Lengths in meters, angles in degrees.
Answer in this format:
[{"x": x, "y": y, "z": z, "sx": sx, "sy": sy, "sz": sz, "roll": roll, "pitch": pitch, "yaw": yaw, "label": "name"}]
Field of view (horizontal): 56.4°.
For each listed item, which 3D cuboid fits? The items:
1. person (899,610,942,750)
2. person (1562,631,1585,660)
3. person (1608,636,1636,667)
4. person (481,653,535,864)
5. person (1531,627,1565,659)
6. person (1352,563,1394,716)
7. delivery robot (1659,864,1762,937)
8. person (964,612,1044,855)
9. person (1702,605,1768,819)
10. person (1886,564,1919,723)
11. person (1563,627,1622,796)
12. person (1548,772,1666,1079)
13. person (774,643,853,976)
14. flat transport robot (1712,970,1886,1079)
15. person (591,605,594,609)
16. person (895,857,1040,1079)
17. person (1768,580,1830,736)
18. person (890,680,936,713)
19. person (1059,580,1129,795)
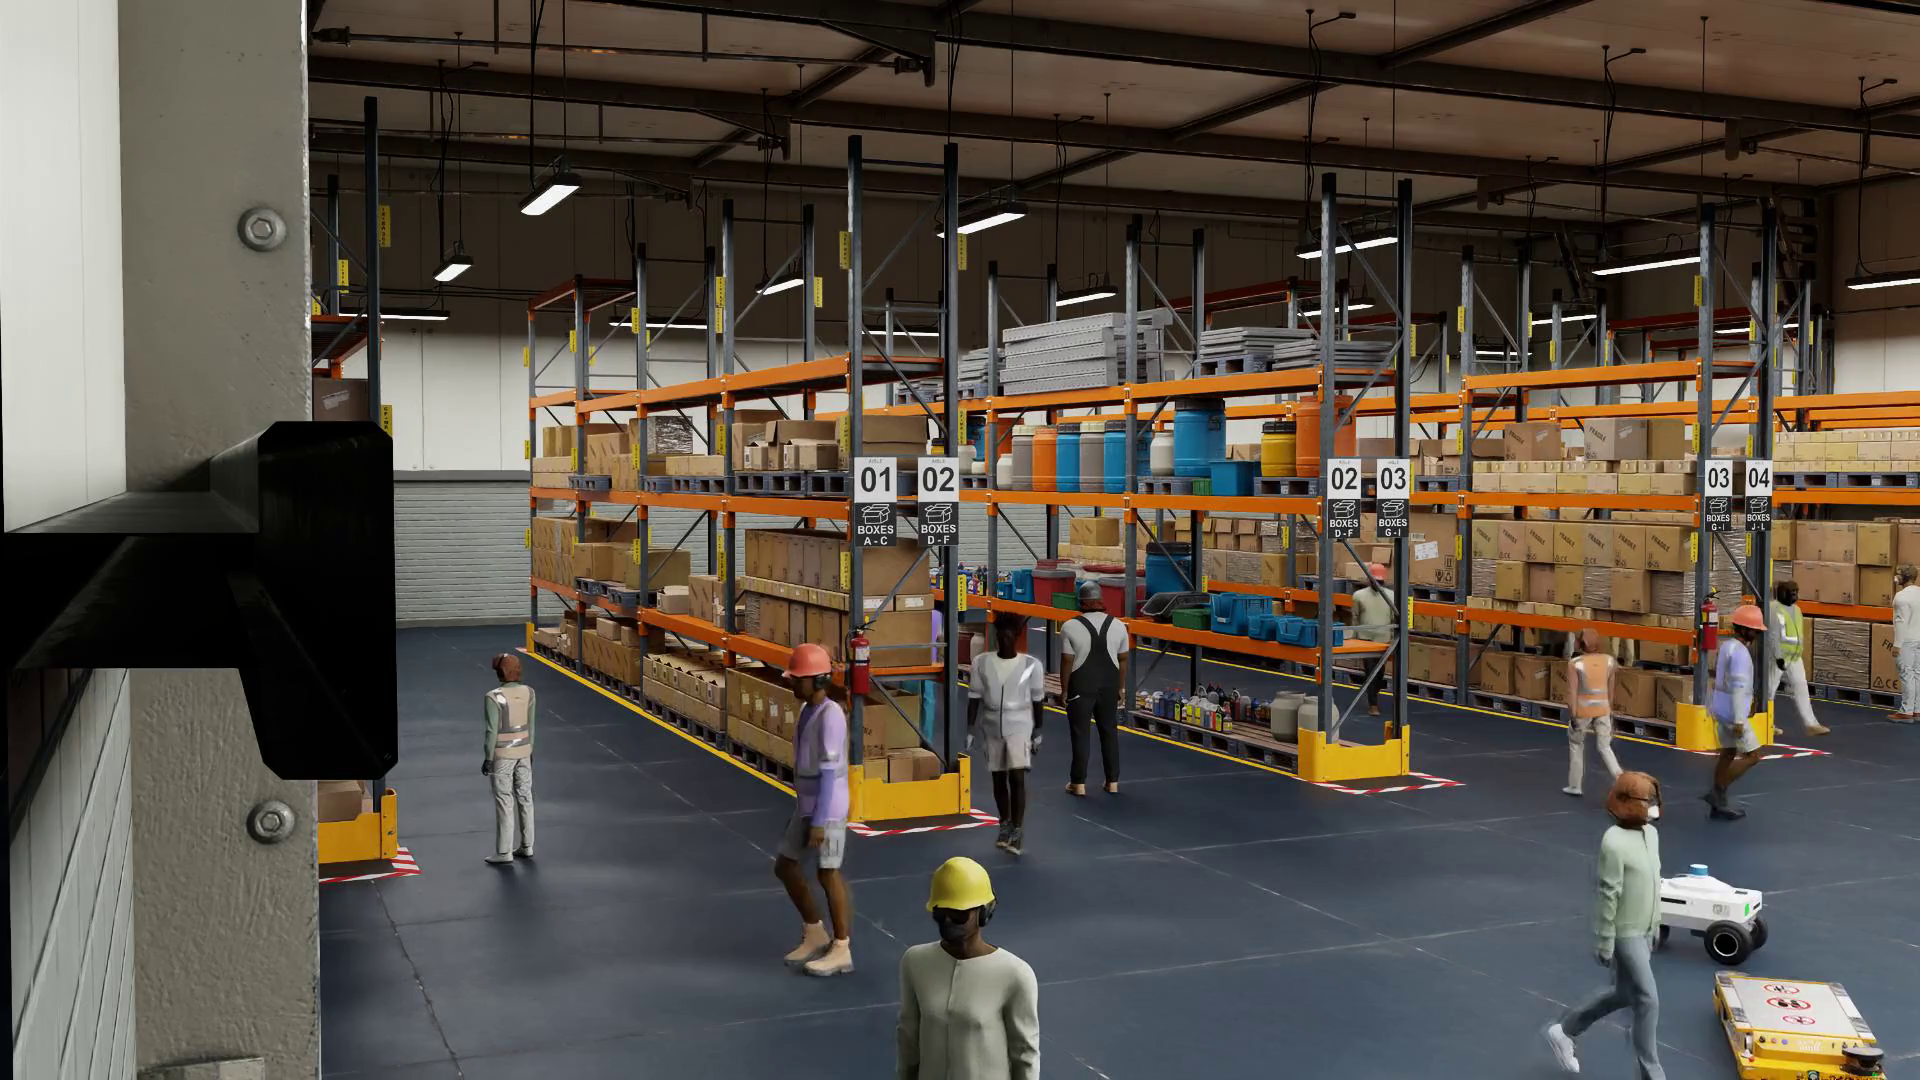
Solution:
[{"x": -0.482, "y": 1.397, "z": 19.878, "sx": 0.578, "sy": 1.818, "sz": 0.731, "roll": -1, "pitch": 2, "yaw": -21, "label": "person"}, {"x": 8.524, "y": 1.197, "z": 24.744, "sx": 0.613, "sy": 1.851, "sz": 0.585, "roll": -1, "pitch": 2, "yaw": -15, "label": "person"}, {"x": 9.325, "y": 1.297, "z": 25.256, "sx": 0.508, "sy": 1.614, "sz": 0.305, "roll": 0, "pitch": 2, "yaw": -11, "label": "person"}, {"x": -3.542, "y": 1.711, "z": 14.081, "sx": 0.308, "sy": 1.639, "sz": 0.524, "roll": 1, "pitch": 3, "yaw": 31, "label": "person"}, {"x": 8.259, "y": 1.121, "z": 24.969, "sx": 0.621, "sy": 1.986, "sz": 1.047, "roll": 1, "pitch": 2, "yaw": 15, "label": "person"}, {"x": 5.321, "y": 1.235, "z": 22.915, "sx": 0.624, "sy": 1.938, "sz": 0.934, "roll": 0, "pitch": 2, "yaw": 7, "label": "person"}, {"x": 4.720, "y": 2.320, "z": 11.453, "sx": 0.707, "sy": 0.478, "sz": 0.477, "roll": 2, "pitch": 3, "yaw": 38, "label": "delivery robot"}, {"x": 0.340, "y": 1.556, "z": 14.413, "sx": 0.611, "sy": 1.927, "sz": 0.926, "roll": 1, "pitch": 2, "yaw": 14, "label": "person"}, {"x": 6.806, "y": 1.515, "z": 15.684, "sx": 0.454, "sy": 1.909, "sz": 0.660, "roll": 0, "pitch": 2, "yaw": 10, "label": "person"}, {"x": 11.622, "y": 1.260, "z": 21.984, "sx": 0.634, "sy": 1.940, "sz": 0.367, "roll": -2, "pitch": 3, "yaw": -41, "label": "person"}, {"x": 5.920, "y": 1.620, "z": 16.724, "sx": 0.513, "sy": 1.610, "sz": 0.705, "roll": 0, "pitch": 2, "yaw": -9, "label": "person"}, {"x": 3.258, "y": 1.928, "z": 8.849, "sx": 0.735, "sy": 1.610, "sz": 0.504, "roll": 2, "pitch": 3, "yaw": 45, "label": "person"}, {"x": -0.894, "y": 1.644, "z": 10.936, "sx": 0.543, "sy": 2.023, "sz": 0.623, "roll": -1, "pitch": 2, "yaw": -28, "label": "person"}, {"x": 4.424, "y": 2.581, "z": 9.519, "sx": 0.652, "sy": 0.197, "sz": 1.431, "roll": 1, "pitch": 2, "yaw": 17, "label": "flat transport robot"}, {"x": -6.666, "y": 0.908, "z": 31.452, "sx": 0.595, "sy": 1.922, "sz": 0.672, "roll": 0, "pitch": 2, "yaw": -12, "label": "person"}, {"x": 0.015, "y": 1.954, "z": 6.101, "sx": 0.526, "sy": 1.768, "sz": 0.331, "roll": 1, "pitch": 2, "yaw": 25, "label": "person"}, {"x": 9.588, "y": 1.375, "z": 20.648, "sx": 0.636, "sy": 1.803, "sz": 0.872, "roll": -1, "pitch": 2, "yaw": -24, "label": "person"}, {"x": -0.645, "y": 1.306, "z": 22.851, "sx": 0.618, "sy": 1.784, "sz": 0.950, "roll": -1, "pitch": 3, "yaw": -30, "label": "person"}, {"x": 1.244, "y": 1.416, "z": 17.156, "sx": 0.687, "sy": 2.000, "sz": 0.535, "roll": -1, "pitch": 2, "yaw": -16, "label": "person"}]
